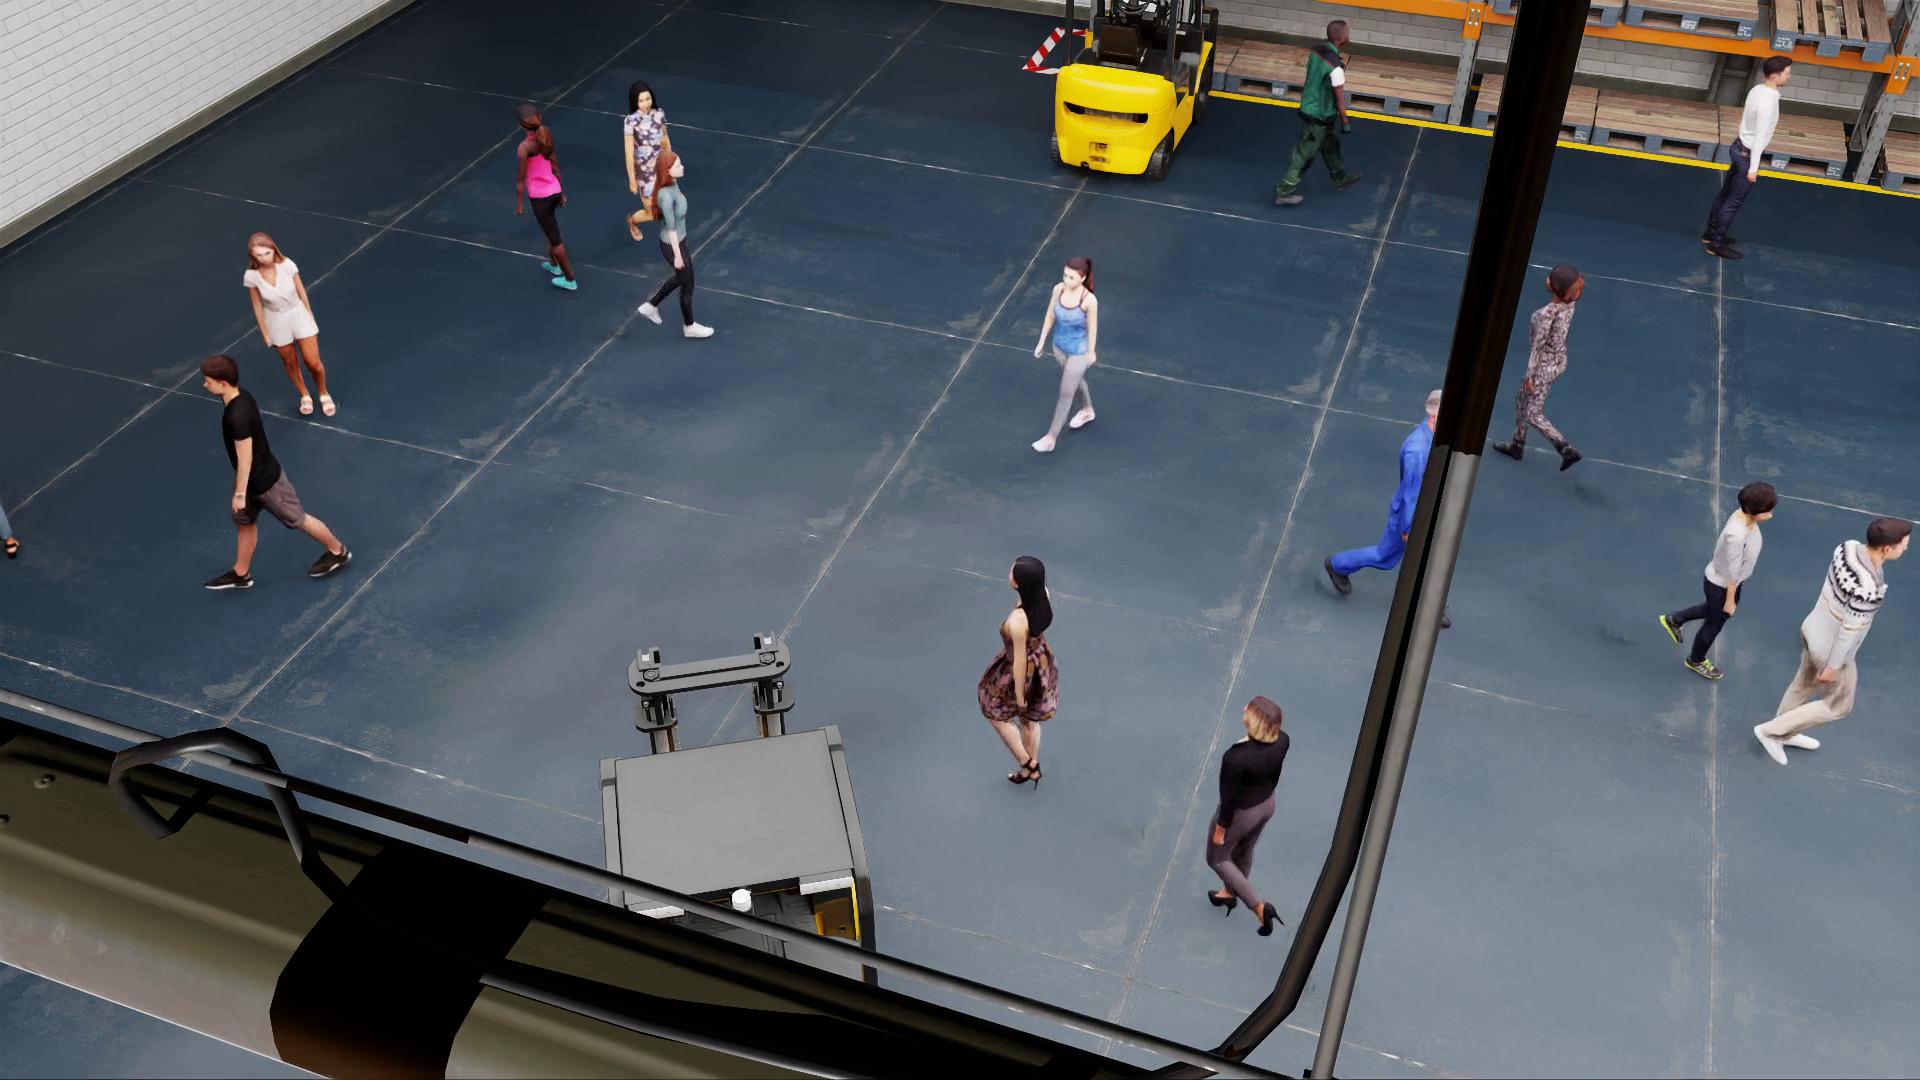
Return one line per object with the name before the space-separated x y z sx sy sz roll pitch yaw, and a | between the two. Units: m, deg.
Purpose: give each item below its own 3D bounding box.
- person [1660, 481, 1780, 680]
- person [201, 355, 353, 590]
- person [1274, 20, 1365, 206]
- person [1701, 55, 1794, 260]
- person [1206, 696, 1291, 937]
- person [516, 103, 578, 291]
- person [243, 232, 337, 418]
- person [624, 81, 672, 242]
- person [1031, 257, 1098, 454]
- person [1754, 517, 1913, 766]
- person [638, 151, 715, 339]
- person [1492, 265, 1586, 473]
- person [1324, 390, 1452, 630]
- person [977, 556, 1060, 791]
person | 4.824 0.229 10.655 0.783 1.535 0.662 22 44 25
person | -4.653 -0.443 11.273 1.189 1.815 1.224 -22 44 -25
person | 3.313 -3.981 15.728 1.284 1.784 1.082 -7 39 -9
person | 7.111 -3.489 15.044 0.605 1.868 0.648 7 39 9
person | 1.585 1.530 8.926 0.804 1.661 0.896 -28 46 -30
person | -3.548 -2.958 14.510 0.762 1.704 0.629 18 42 21
person | -5.232 -1.696 12.960 0.760 1.667 0.820 -16 41 -19
person | -2.817 -3.310 14.940 1.019 1.718 0.841 30 47 32
person | 0.905 -1.479 12.765 0.944 1.572 1.028 -28 47 -31
person | 5.131 0.588 9.957 0.790 1.845 0.757 5 39 6
person | -2.437 -2.429 13.827 0.949 1.730 0.802 -3 39 -4
person | 4.405 -1.229 12.352 0.837 1.695 1.045 -31 48 -33
person | 2.929 -0.229 11.020 1.262 1.796 1.004 29 47 31
person | 0.444 0.822 9.732 0.761 1.762 0.710 21 43 24
